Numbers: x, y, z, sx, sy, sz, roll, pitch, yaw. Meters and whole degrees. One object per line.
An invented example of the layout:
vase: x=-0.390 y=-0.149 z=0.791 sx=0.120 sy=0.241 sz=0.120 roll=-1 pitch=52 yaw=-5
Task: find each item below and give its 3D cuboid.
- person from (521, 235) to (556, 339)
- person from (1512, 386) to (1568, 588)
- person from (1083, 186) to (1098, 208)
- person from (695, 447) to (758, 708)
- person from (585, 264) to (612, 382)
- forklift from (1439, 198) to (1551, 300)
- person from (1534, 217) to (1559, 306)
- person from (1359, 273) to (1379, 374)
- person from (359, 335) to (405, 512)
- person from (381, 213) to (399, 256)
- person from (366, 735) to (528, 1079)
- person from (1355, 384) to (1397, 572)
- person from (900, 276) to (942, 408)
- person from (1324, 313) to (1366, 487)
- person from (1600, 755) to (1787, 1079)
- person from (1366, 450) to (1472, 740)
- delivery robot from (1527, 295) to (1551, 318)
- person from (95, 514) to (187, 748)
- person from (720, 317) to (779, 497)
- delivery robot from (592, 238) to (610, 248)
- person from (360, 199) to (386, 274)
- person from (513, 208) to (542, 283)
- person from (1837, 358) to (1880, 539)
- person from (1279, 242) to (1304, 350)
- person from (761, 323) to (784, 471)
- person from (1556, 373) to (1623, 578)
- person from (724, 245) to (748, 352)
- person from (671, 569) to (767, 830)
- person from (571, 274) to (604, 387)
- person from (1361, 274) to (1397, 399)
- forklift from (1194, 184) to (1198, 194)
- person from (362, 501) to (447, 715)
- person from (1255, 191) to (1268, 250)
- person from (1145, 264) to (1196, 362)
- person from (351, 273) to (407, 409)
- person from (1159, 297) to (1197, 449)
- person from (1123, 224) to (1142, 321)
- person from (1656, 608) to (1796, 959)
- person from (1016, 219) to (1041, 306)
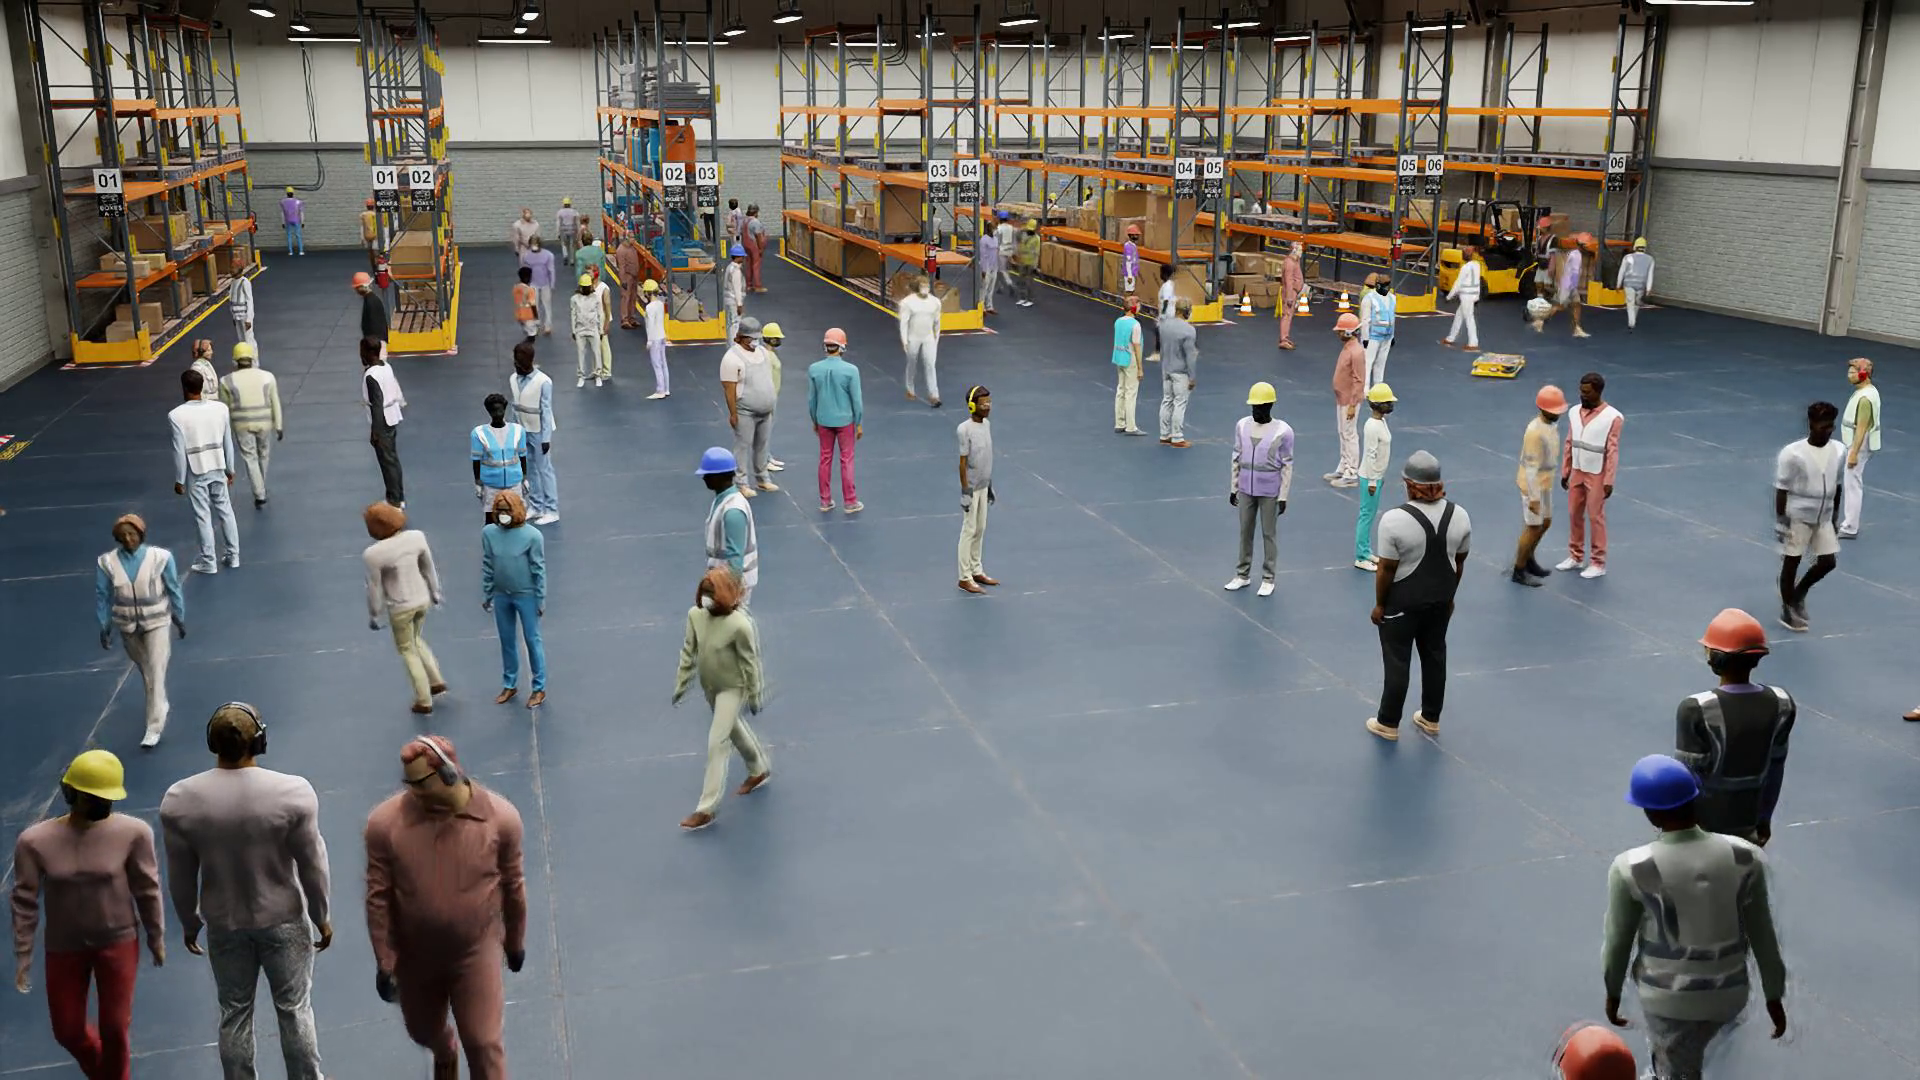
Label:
person: x=-7.783 y=-4.667 z=30.737 sx=0.649 sy=1.905 sz=0.811 roll=0 pitch=15 yaw=-2
person: x=5.270 y=-0.489 z=15.070 sx=0.443 sy=1.889 sz=0.666 roll=10 pitch=18 yaw=34
person: x=3.966 y=-9.803 z=50.298 sx=0.539 sy=1.812 sz=1.028 roll=8 pitch=17 yaw=27
person: x=-1.683 y=0.272 z=12.118 sx=0.426 sy=1.938 sz=0.626 roll=-4 pitch=15 yaw=-15
person: x=-5.692 y=-3.422 z=26.185 sx=0.564 sy=1.846 sz=0.394 roll=13 pitch=19 yaw=39
forklift: x=11.913 y=-6.508 z=37.130 sx=2.313 sy=2.155 sz=1.214 roll=-4 pitch=15 yaw=-15
person: x=12.051 y=-5.601 z=34.063 sx=0.677 sy=2.017 sz=0.617 roll=-6 pitch=16 yaw=-20
person: x=6.628 y=-3.508 z=26.935 sx=0.288 sy=1.629 sz=0.501 roll=-6 pitch=16 yaw=-22
person: x=-6.182 y=-1.235 z=17.820 sx=0.386 sy=1.918 sz=0.590 roll=-1 pitch=15 yaw=-5
person: x=-16.117 y=-8.956 z=47.020 sx=0.619 sy=1.845 sz=0.430 roll=1 pitch=15 yaw=5
person: x=-2.135 y=1.680 z=6.994 sx=0.627 sy=1.844 sz=0.923 roll=-2 pitch=15 yaw=-6
person: x=3.924 y=-0.598 z=15.709 sx=0.304 sy=1.772 sz=0.528 roll=6 pitch=16 yaw=21
person: x=-0.567 y=-2.874 z=24.072 sx=0.650 sy=1.887 sz=1.040 roll=-4 pitch=15 yaw=-15
person: x=4.431 y=-1.603 z=19.068 sx=0.391 sy=1.986 sz=0.625 roll=0 pitch=15 yaw=0
person: x=2.866 y=1.766 z=6.613 sx=0.665 sy=1.869 sz=0.981 roll=-2 pitch=15 yaw=-8
person: x=3.127 y=0.373 z=11.535 sx=0.683 sy=2.000 sz=0.538 roll=-5 pitch=16 yaw=-17
delivery robot: x=11.493 y=-4.624 z=33.006 sx=0.477 sy=0.478 sz=0.707 roll=2 pitch=15 yaw=7
person: x=-5.678 y=0.597 z=11.536 sx=0.534 sy=1.587 sz=0.885 roll=-3 pitch=15 yaw=-11
person: x=-2.319 y=-1.499 z=18.577 sx=0.535 sy=2.000 sz=0.689 roll=10 pitch=18 yaw=33
delivery robot: x=-10.094 y=-8.155 z=46.292 sx=0.477 sy=0.478 sz=0.707 roll=12 pitch=19 yaw=38
person: x=-14.913 y=-7.711 z=42.258 sx=0.564 sy=1.889 sz=1.008 roll=-4 pitch=15 yaw=-13
person: x=-10.065 y=-6.798 z=38.810 sx=0.636 sy=1.890 sz=0.434 roll=-10 pitch=18 yaw=-34
person: x=9.067 y=-0.919 z=16.803 sx=0.406 sy=1.832 sz=0.568 roll=7 pitch=16 yaw=25
person: x=5.907 y=-4.345 z=29.573 sx=0.395 sy=1.899 sz=0.641 roll=4 pitch=15 yaw=15
person: x=-2.249 y=-1.719 z=19.931 sx=0.329 sy=1.767 sz=0.528 roll=0 pitch=15 yaw=-1
person: x=5.885 y=-0.617 z=15.525 sx=0.388 sy=1.905 sz=0.601 roll=-7 pitch=17 yaw=-26
person: x=-3.825 y=-4.074 z=28.472 sx=0.426 sy=1.937 sz=0.606 roll=-4 pitch=15 yaw=-15
person: x=-1.469 y=0.932 z=10.301 sx=0.502 sy=1.588 sz=0.891 roll=12 pitch=19 yaw=38
person: x=-5.743 y=-3.226 z=25.667 sx=0.486 sy=1.737 sz=0.322 roll=-1 pitch=15 yaw=-5
person: x=6.207 y=-3.005 z=24.626 sx=0.624 sy=1.845 sz=0.430 roll=-8 pitch=17 yaw=-28
forklift: x=7.392 y=-11.333 z=53.972 sx=1.873 sy=2.768 sz=1.129 roll=-4 pitch=15 yaw=-15
person: x=-3.991 y=0.484 z=11.950 sx=0.359 sy=1.615 sz=0.563 roll=8 pitch=17 yaw=29
person: x=8.864 y=-9.382 z=48.789 sx=0.331 sy=1.750 sz=0.573 roll=13 pitch=20 yaw=40
person: x=3.579 y=-3.831 z=28.093 sx=0.792 sy=1.657 sz=0.527 roll=-1 pitch=15 yaw=-6
person: x=-8.346 y=-2.836 z=23.816 sx=0.575 sy=1.947 sz=0.818 roll=-6 pitch=16 yaw=-23
person: x=2.767 y=-2.117 z=21.127 sx=0.378 sy=1.929 sz=0.636 roll=-10 pitch=18 yaw=-33
person: x=3.416 y=-5.282 z=33.010 sx=0.357 sy=1.938 sz=0.545 roll=4 pitch=15 yaw=14
person: x=3.618 y=1.317 z=7.978 sx=0.616 sy=2.039 sz=0.385 roll=-4 pitch=15 yaw=-15
person: x=1.469 y=-5.915 z=35.493 sx=0.442 sy=1.879 sz=0.653 roll=-14 pitch=20 yaw=-42
